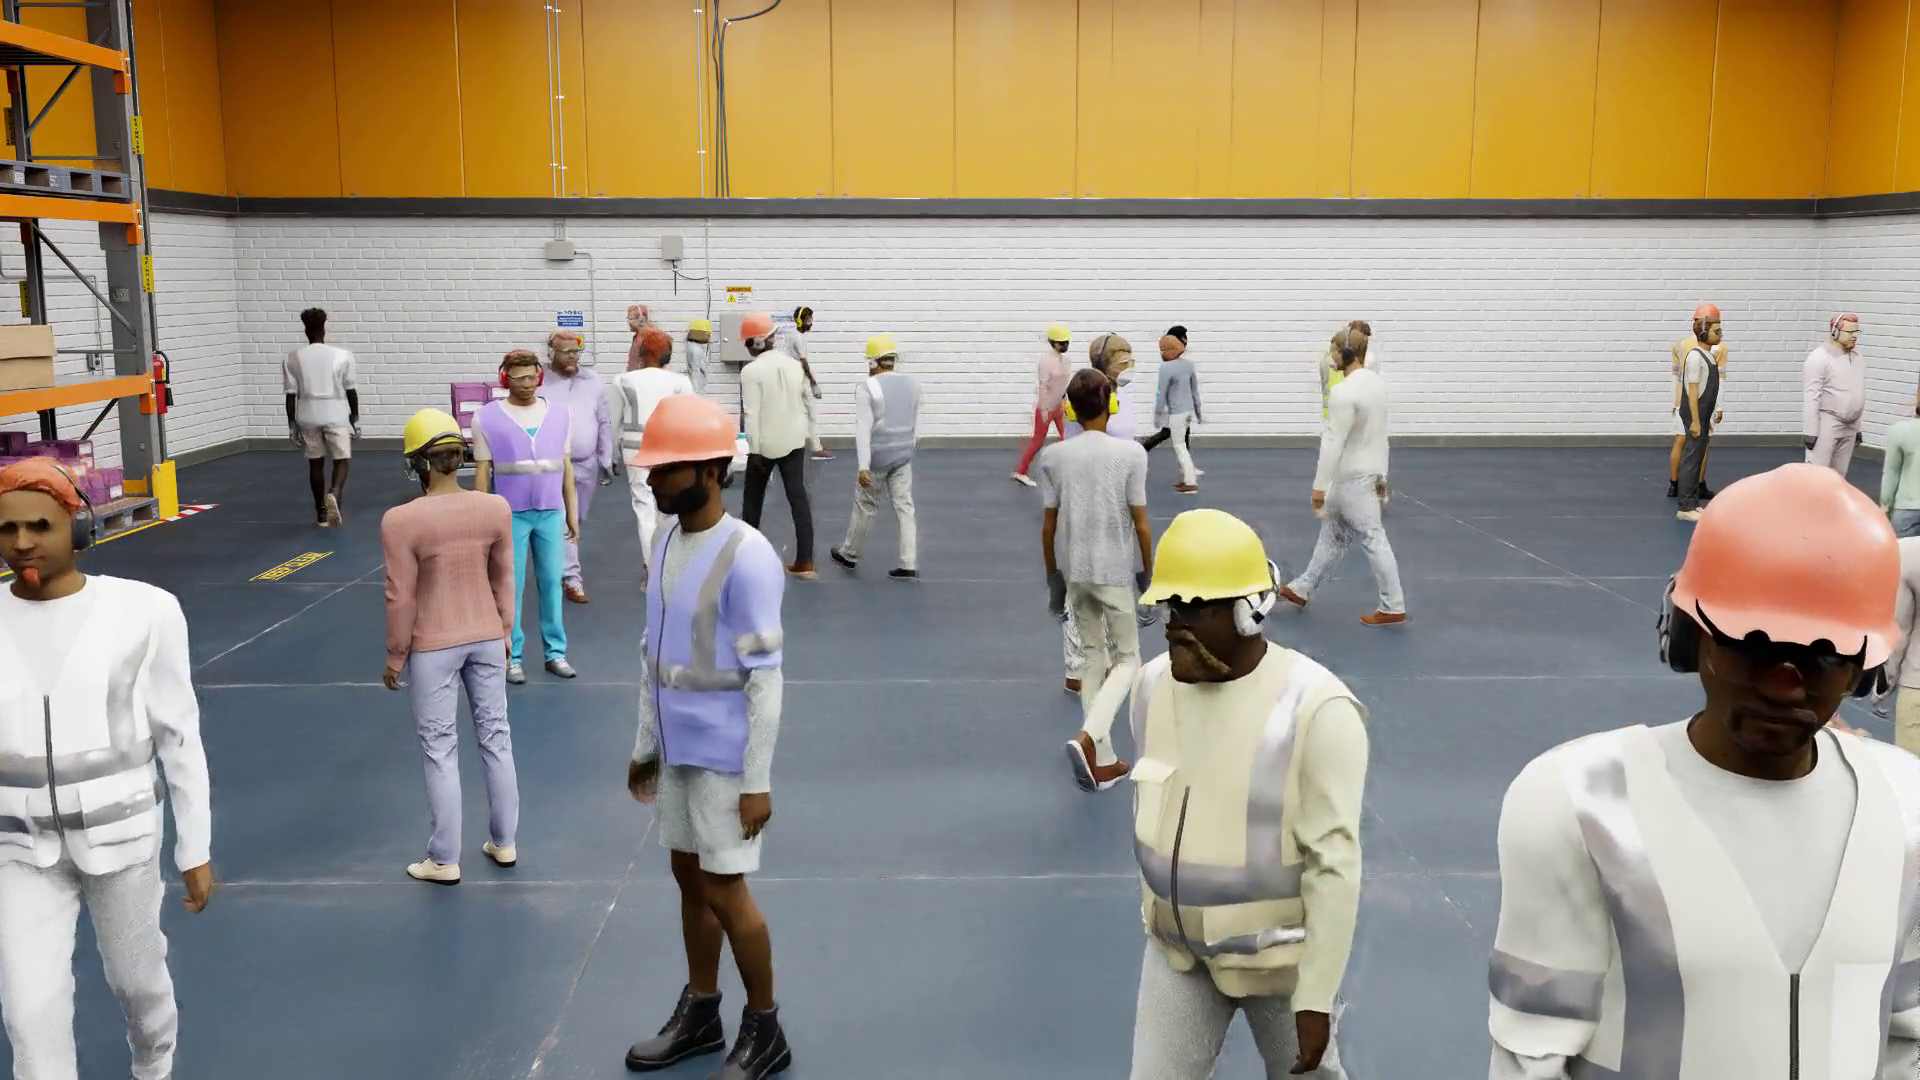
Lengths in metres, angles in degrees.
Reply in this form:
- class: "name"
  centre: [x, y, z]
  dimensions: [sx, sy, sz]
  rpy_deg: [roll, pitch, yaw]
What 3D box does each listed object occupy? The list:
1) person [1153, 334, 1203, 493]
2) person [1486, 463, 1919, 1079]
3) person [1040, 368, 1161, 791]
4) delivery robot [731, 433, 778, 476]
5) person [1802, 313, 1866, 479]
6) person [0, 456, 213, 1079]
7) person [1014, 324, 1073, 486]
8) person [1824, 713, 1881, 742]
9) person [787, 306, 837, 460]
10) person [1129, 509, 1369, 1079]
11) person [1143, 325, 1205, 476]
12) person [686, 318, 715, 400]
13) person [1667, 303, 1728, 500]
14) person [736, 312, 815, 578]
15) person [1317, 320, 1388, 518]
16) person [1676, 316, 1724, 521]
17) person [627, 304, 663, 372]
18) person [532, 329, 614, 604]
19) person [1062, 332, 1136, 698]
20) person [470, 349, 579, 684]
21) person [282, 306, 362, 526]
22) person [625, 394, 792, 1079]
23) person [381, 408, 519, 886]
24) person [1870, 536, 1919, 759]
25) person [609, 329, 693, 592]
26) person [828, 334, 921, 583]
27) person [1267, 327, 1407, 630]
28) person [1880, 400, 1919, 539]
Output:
- class: "person"
  centre: [2.220, -1.269, 16.800]
  dimensions: [0.484, 1.604, 0.515]
  rpy_deg: [8, 12, 40]
- class: "person"
  centre: [0.972, 0.912, 2.132]
  dimensions: [0.606, 2.039, 0.395]
  rpy_deg: [-1, 9, -7]
- class: "person"
  centre: [0.579, 0.190, 7.146]
  dimensions: [0.556, 1.846, 0.561]
  rpy_deg: [5, 10, 28]
- class: "delivery robot"
  centre: [-2.257, -0.874, 17.325]
  dimensions: [0.707, 0.478, 0.477]
  rpy_deg: [-1, 9, -7]
- class: "person"
  centre: [7.331, -0.943, 13.935]
  dimensions: [0.636, 1.900, 0.403]
  rpy_deg: [-5, 10, -28]
- class: "person"
  centre: [-2.102, 0.707, 3.984]
  dimensions: [0.584, 1.849, 0.935]
  rpy_deg: [-3, 10, -17]
- class: "person"
  centre: [0.934, -1.369, 17.115]
  dimensions: [0.921, 1.708, 0.563]
  rpy_deg: [9, 13, 44]
- class: "person"
  centre: [1.162, 1.048, 2.597]
  dimensions: [0.721, 1.608, 0.500]
  rpy_deg: [1, 9, 8]
- class: "person"
  centre: [-1.798, -1.811, 19.475]
  dimensions: [0.877, 1.821, 0.523]
  rpy_deg: [-1, 9, -5]
- class: "person"
  centre: [0.603, 0.822, 3.492]
  dimensions: [0.907, 1.796, 0.620]
  rpy_deg: [-9, 13, -43]
- class: "person"
  centre: [2.253, -1.513, 18.135]
  dimensions: [0.799, 1.670, 0.537]
  rpy_deg: [1, 9, 8]
- class: "person"
  centre: [-2.856, -1.602, 18.506]
  dimensions: [0.651, 1.708, 0.504]
  rpy_deg: [-2, 10, -15]
- class: "person"
  centre: [7.286, -1.361, 16.404]
  dimensions: [0.380, 1.929, 0.539]
  rpy_deg: [-9, 13, -42]
- class: "person"
  centre: [-1.435, -0.709, 12.343]
  dimensions: [0.645, 1.933, 1.009]
  rpy_deg: [-8, 12, -42]
- class: "person"
  centre: [3.607, -1.114, 15.293]
  dimensions: [0.635, 1.790, 0.937]
  rpy_deg: [8, 12, 39]
- class: "person"
  centre: [6.687, -1.094, 15.018]
  dimensions: [0.345, 1.847, 0.506]
  rpy_deg: [6, 11, 34]
- class: "person"
  centre: [-3.428, -1.655, 18.335]
  dimensions: [0.470, 1.881, 0.666]
  rpy_deg: [-3, 10, -19]
- class: "person"
  centre: [-2.766, -0.543, 11.612]
  dimensions: [0.633, 1.871, 0.942]
  rpy_deg: [-8, 12, -39]
- class: "person"
  centre: [0.749, -0.130, 8.827]
  dimensions: [0.356, 1.936, 0.635]
  rpy_deg: [5, 11, 28]
- class: "person"
  centre: [-2.388, -0.132, 9.163]
  dimensions: [0.564, 1.833, 0.421]
  rpy_deg: [-7, 11, -35]
- class: "person"
  centre: [-5.541, -1.051, 14.450]
  dimensions: [0.624, 1.946, 0.731]
  rpy_deg: [-2, 10, -13]
- class: "person"
  centre: [-0.712, 0.564, 4.579]
  dimensions: [0.374, 1.941, 0.549]
  rpy_deg: [-7, 12, -38]
- class: "person"
  centre: [-1.890, 0.393, 6.166]
  dimensions: [0.327, 1.761, 0.524]
  rpy_deg: [9, 13, 44]
- class: "person"
  centre: [3.414, 0.530, 5.710]
  dimensions: [0.507, 1.632, 0.267]
  rpy_deg: [5, 11, 29]
- class: "person"
  centre: [-2.208, -0.574, 11.855]
  dimensions: [0.571, 1.823, 0.931]
  rpy_deg: [-4, 10, -21]
- class: "person"
  centre: [-0.600, -0.606, 12.188]
  dimensions: [0.625, 1.783, 0.904]
  rpy_deg: [-8, 12, -39]
- class: "person"
  centre: [2.410, -0.394, 10.569]
  dimensions: [1.040, 1.887, 0.647]
  rpy_deg: [6, 11, 31]
- class: "person"
  centre: [5.840, -0.171, 10.050]
  dimensions: [0.512, 1.616, 0.508]
  rpy_deg: [5, 11, 30]
